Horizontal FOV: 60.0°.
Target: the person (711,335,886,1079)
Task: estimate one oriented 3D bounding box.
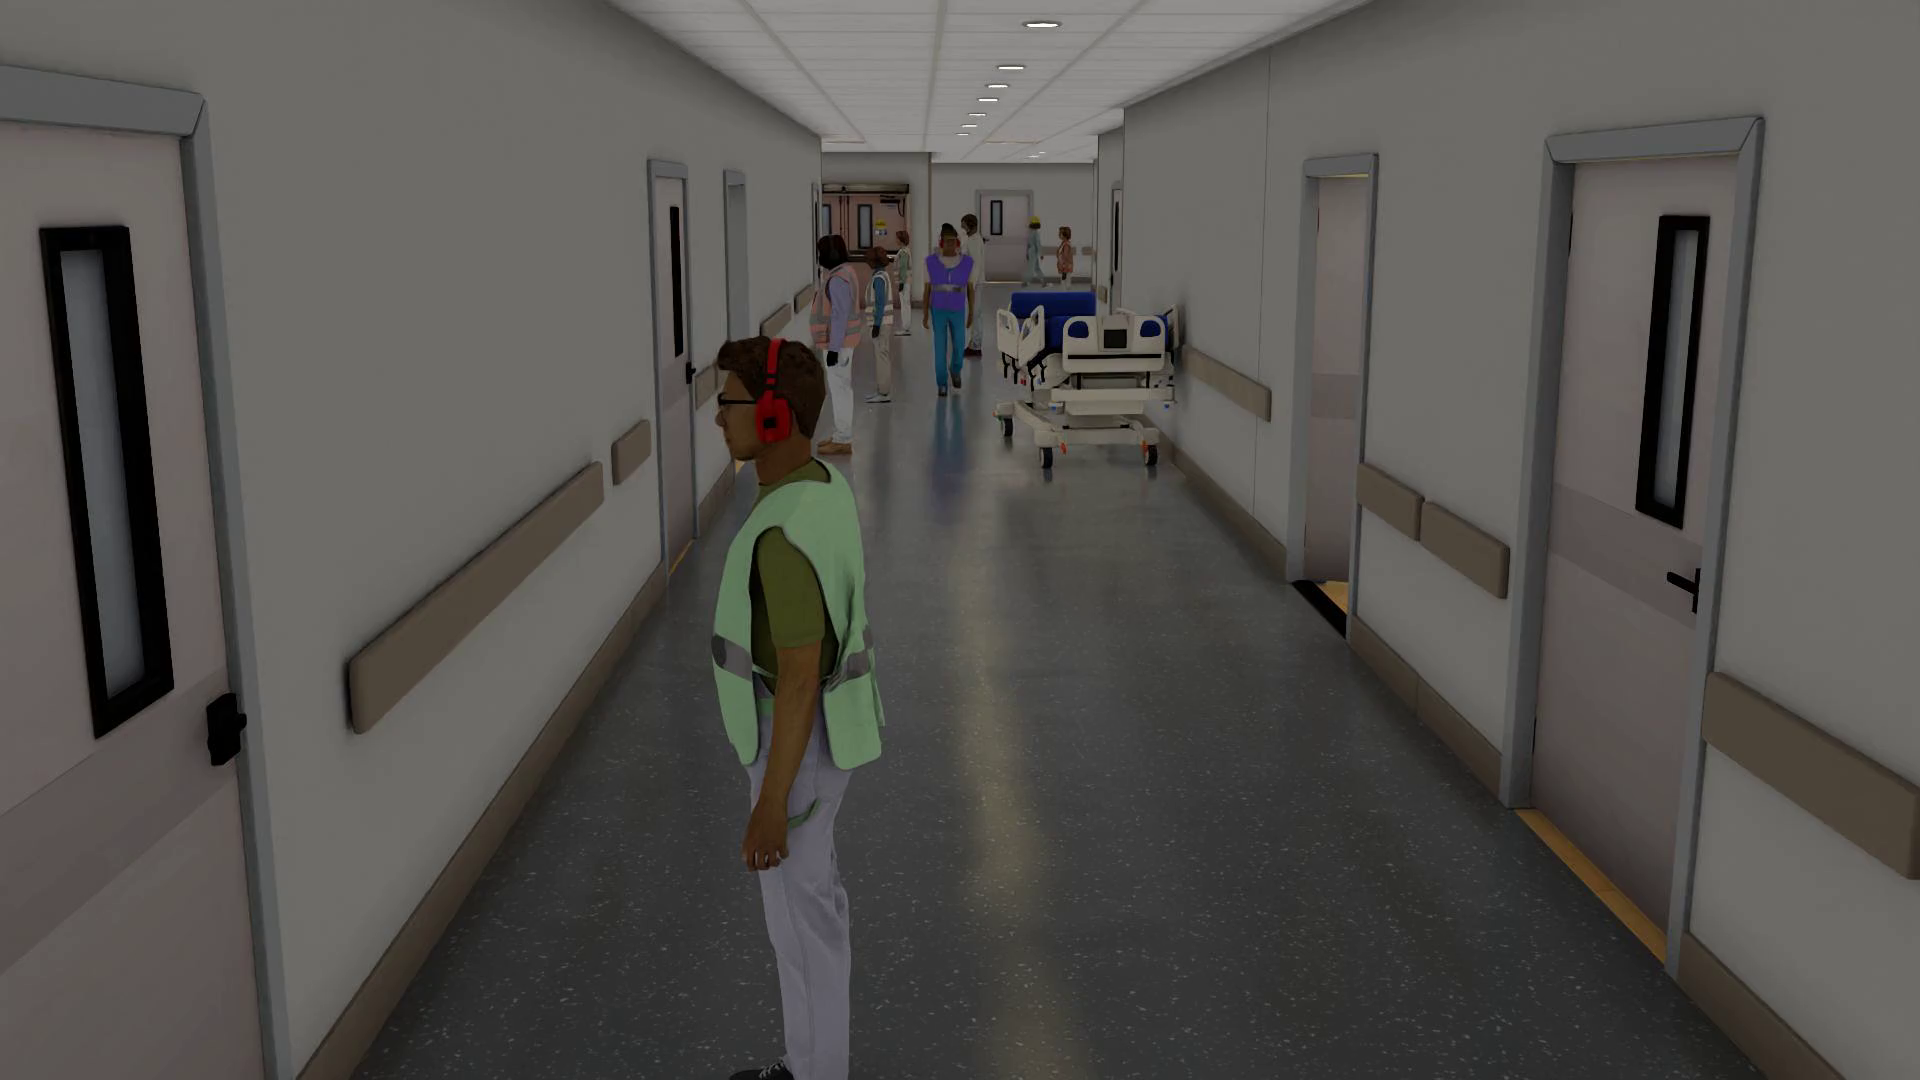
[{"bbox_3d":[-0.359,0.477,3.652,0.390,1.846,0.564,0,12,-1],"label":"person"}]

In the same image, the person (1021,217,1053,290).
[{"bbox_3d":[1.808,-6.739,39.155,0.880,1.691,0.505,-4,12,-21],"label":"person"}]

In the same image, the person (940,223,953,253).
[{"bbox_3d":[-0.226,-4.852,29.984,0.319,1.696,0.532,0,12,-1],"label":"person"}]

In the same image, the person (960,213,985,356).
[{"bbox_3d":[0.159,-3.469,22.660,0.373,1.936,0.629,0,12,-1],"label":"person"}]

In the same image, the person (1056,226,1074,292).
[{"bbox_3d":[1.879,-4.784,29.788,0.308,1.640,0.510,0,12,-1],"label":"person"}]

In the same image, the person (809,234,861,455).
[{"bbox_3d":[-1.049,-1.637,13.975,0.429,1.840,0.624,0,12,-1],"label":"person"}]

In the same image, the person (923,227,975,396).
[{"bbox_3d":[-0.131,-2.494,18.183,0.575,1.831,0.487,-1,12,-5],"label":"person"}]

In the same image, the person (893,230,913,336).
[{"bbox_3d":[-0.892,-4.033,26.130,0.308,1.640,0.510,0,12,-1],"label":"person"}]

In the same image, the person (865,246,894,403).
[{"bbox_3d":[-0.851,-2.269,17.538,0.308,1.639,0.510,0,12,-1],"label":"person"}]
